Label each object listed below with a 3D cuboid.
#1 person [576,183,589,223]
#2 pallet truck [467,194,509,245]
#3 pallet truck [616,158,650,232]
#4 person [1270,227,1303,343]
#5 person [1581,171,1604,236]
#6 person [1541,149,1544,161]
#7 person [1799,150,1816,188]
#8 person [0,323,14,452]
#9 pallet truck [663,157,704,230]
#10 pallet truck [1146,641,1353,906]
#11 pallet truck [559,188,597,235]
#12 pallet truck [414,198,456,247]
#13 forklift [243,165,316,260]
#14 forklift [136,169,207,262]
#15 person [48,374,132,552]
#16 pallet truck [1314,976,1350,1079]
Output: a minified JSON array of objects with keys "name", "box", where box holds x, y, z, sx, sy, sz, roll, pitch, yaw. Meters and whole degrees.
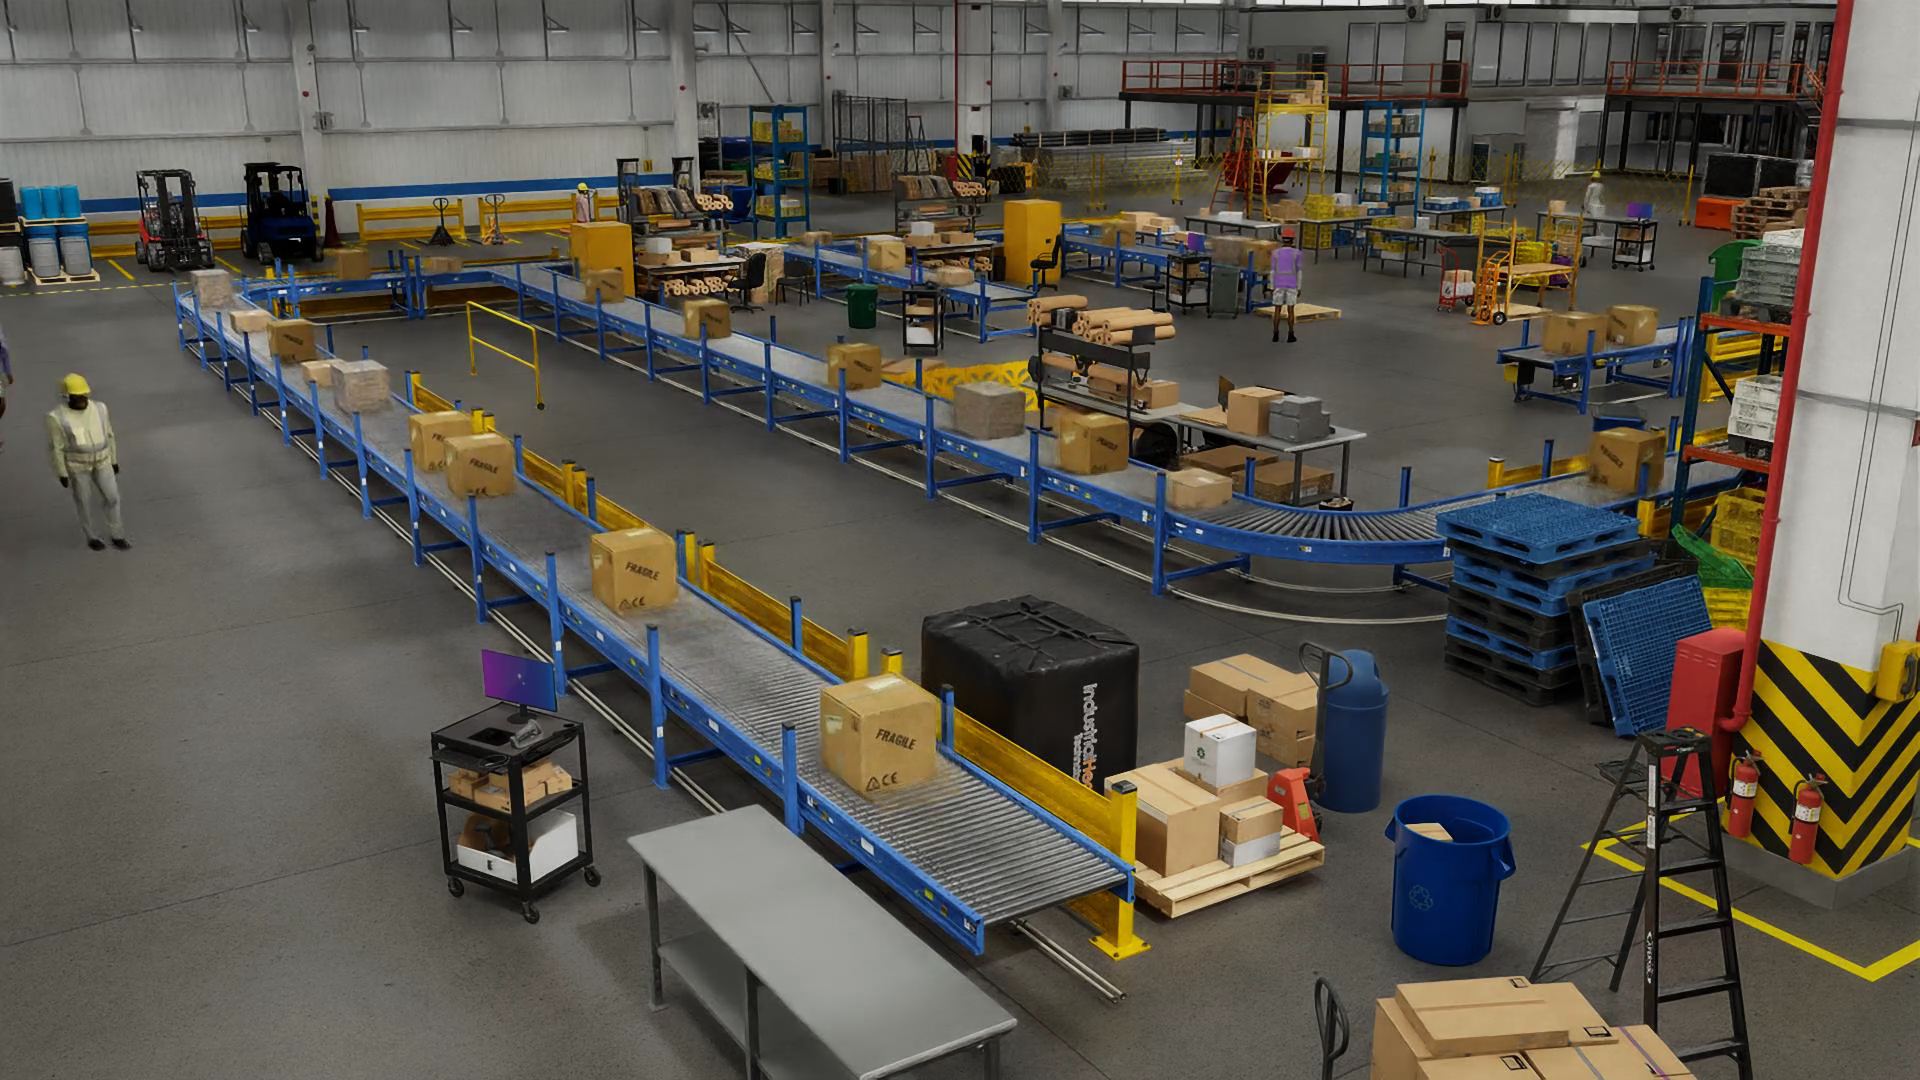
[{"name":"person","box":[-8.811,-7.472,38.980,0.312,1.768,0.522,-11,20,-33]},{"name":"pallet truck","box":[-11.983,-8.177,42.137,0.704,1.261,1.522,-11,20,-33]},{"name":"pallet truck","box":[-8.918,-9.176,44.255,0.823,1.965,1.885,-9,19,-27]},{"name":"person","box":[5.523,-4.317,28.192,0.544,1.936,0.359,6,18,18]},{"name":"person","box":[16.492,-8.702,43.170,0.490,1.712,0.843,-8,19,-26]},{"name":"person","box":[24.151,-16.624,69.256,0.720,1.863,0.422,-5,17,-17]},{"name":"person","box":[25.117,-10.528,49.018,0.896,1.845,0.591,0,17,0]},{"name":"person","box":[-12.093,-2.076,20.595,0.662,2.019,0.565,-16,23,-42]},{"name":"pallet truck","box":[-7.586,-9.308,44.692,0.823,1.965,1.885,-11,20,-33]},{"name":"pallet truck","box":[1.664,1.407,10.232,1.630,1.274,0.653,-10,20,-31]},{"name":"pallet truck","box":[-10.010,-8.652,43.699,0.653,1.274,1.630,-10,20,-31]},{"name":"pallet truck","box":[-13.250,-8.060,41.856,0.680,1.201,1.601,-10,20,-31]},{"name":"forklift","box":[-15.898,-7.669,38.708,1.157,1.987,2.680,-11,20,-33]},{"name":"forklift","box":[-17.842,-7.318,37.559,1.157,1.987,2.680,-10,20,-31]},{"name":"person","box":[-8.606,-0.738,16.485,0.715,1.809,0.628,14,22,40]},{"name":"pallet truck","box":[2.299,2.390,7.086,1.601,1.201,0.680,-2,17,-7]}]
